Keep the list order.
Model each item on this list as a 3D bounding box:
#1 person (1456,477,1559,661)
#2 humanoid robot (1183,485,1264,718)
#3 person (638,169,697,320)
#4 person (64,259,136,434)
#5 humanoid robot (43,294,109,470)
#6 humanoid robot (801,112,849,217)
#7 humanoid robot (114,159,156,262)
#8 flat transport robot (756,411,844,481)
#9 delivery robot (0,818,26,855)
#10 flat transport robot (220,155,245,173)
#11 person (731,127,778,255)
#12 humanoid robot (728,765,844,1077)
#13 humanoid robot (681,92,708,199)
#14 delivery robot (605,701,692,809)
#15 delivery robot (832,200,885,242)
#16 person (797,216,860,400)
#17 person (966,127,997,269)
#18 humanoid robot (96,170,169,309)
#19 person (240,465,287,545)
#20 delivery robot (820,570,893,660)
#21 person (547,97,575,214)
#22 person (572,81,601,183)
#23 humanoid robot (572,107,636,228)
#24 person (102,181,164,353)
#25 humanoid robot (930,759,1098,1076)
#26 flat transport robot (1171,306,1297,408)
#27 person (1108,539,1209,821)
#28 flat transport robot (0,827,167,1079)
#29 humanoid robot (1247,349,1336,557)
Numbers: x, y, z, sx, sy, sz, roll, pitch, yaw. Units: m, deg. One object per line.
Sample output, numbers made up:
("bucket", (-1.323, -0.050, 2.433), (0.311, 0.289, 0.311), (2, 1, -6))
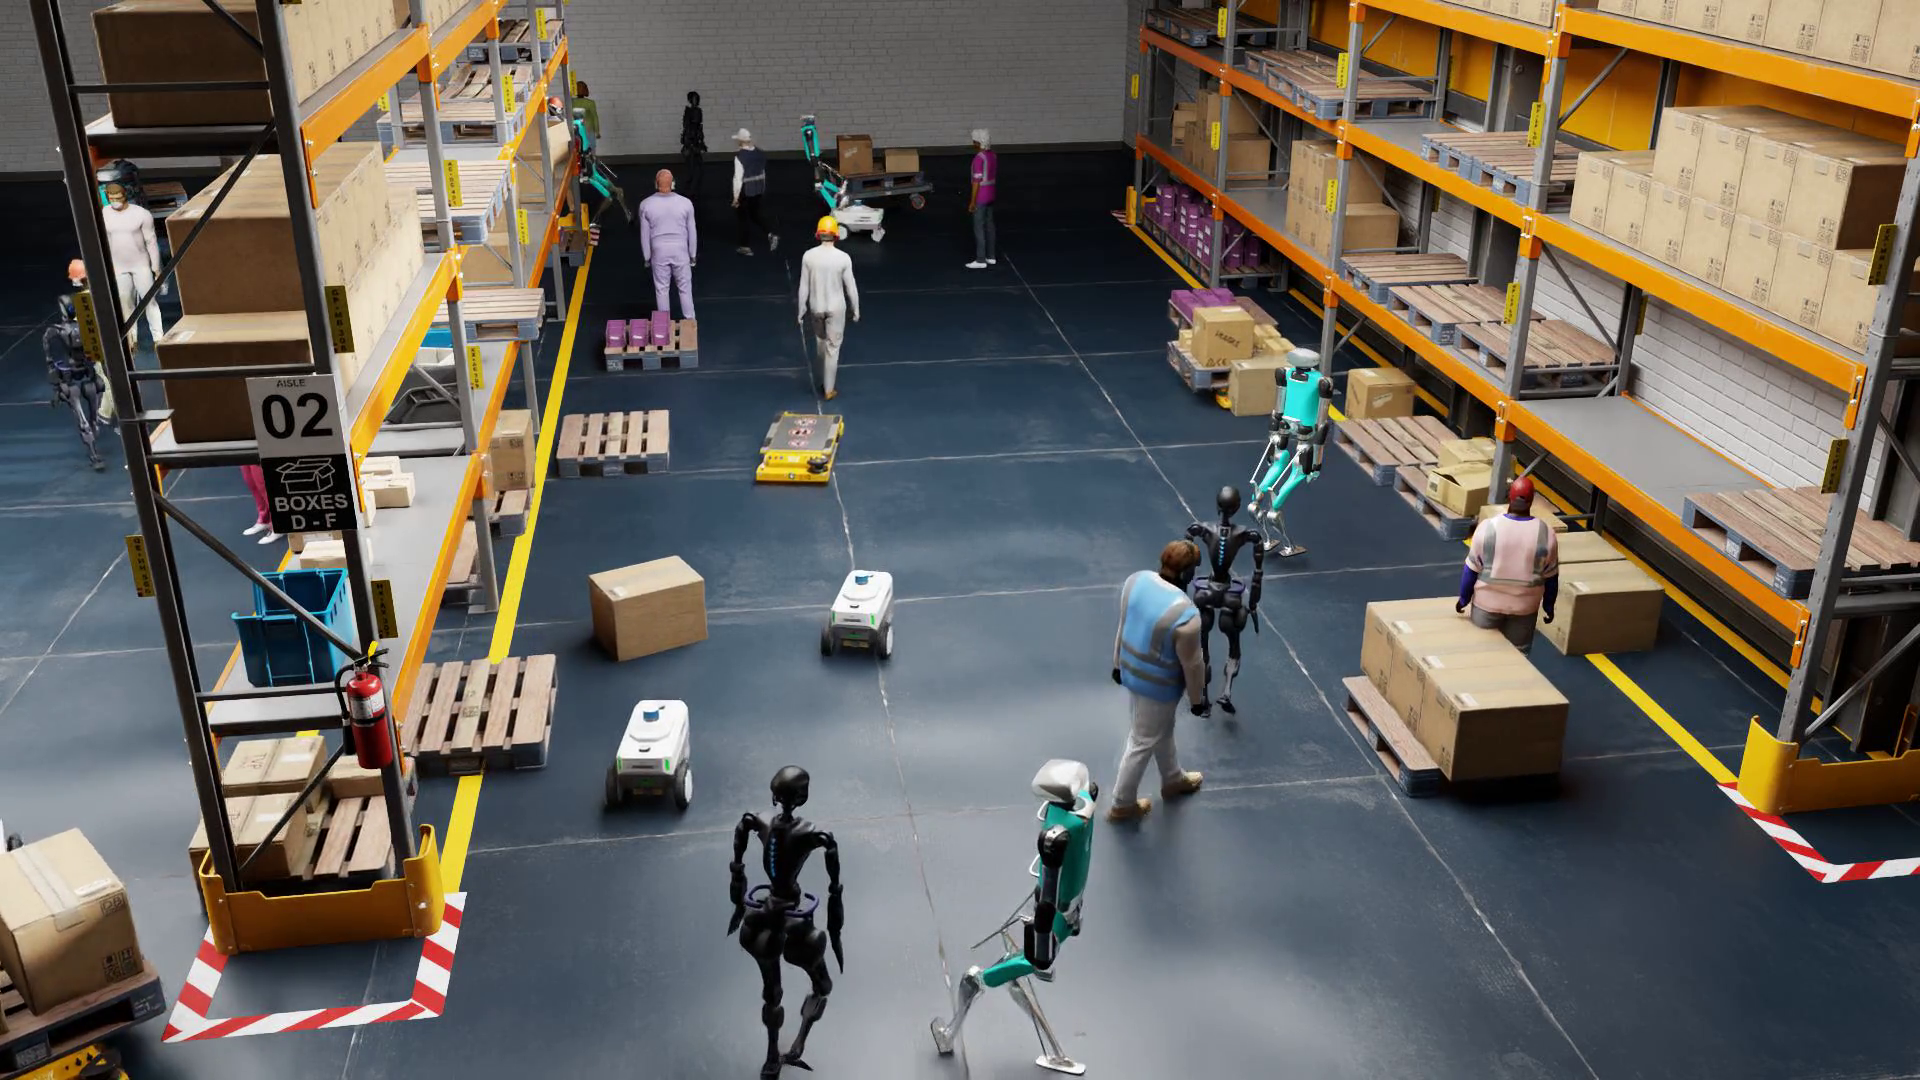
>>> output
("person", (3.580, 0.407, 10.903), (0.622, 1.752, 0.420), (5, 24, 12))
("humanoid robot", (1.680, 0.428, 10.958), (0.590, 1.651, 0.431), (5, 24, 11))
("person", (-3.351, -3.309, 19.182), (0.641, 1.908, 0.402), (-4, 24, -9))
("person", (-8.399, -1.876, 16.135), (0.781, 1.716, 0.573), (11, 26, 23))
("humanoid robot", (-8.057, -1.460, 15.272), (0.631, 1.638, 0.601), (18, 29, 35))
("humanoid robot", (-1.855, -5.148, 23.628), (0.734, 1.822, 0.530), (-2, 24, -4))
("humanoid robot", (-11.026, -4.462, 22.098), (0.585, 1.648, 0.429), (15, 28, 31))
("flat transport robot", (-1.495, -0.889, 15.702), (0.659, 0.231, 1.431), (1, 24, 2))
("delivery robot", (-5.425, 1.819, 9.154), (0.499, 0.576, 0.757), (-14, 27, -28))
("flat transport robot", (-10.454, -4.835, 24.692), (1.431, 0.231, 0.659), (-20, 31, -38))
("person", (-2.821, -4.730, 22.615), (0.579, 1.742, 0.758), (16, 28, 32))
("humanoid robot", (-0.847, 1.819, 7.779), (0.614, 1.651, 0.405), (8, 25, 17))
("humanoid robot", (-4.184, -6.190, 26.044), (0.405, 1.642, 0.614), (9, 25, 19))
("delivery robot", (-1.904, 1.322, 10.335), (0.499, 0.614, 0.815), (0, 24, 0))
("delivery robot", (-1.465, -4.531, 23.662), (0.808, 0.607, 0.499), (2, 24, 4))
("person", (-1.339, -2.434, 17.229), (0.614, 1.869, 0.804), (4, 24, 10))
("person", (0.307, -4.538, 22.064), (0.334, 1.840, 0.522), (12, 27, 26))
("humanoid robot", (-10.076, -3.700, 20.369), (0.547, 1.775, 1.053), (2, 24, 3))
("person", (-5.869, -0.758, 13.716), (0.495, 1.629, 0.283), (22, 32, 40))
("delivery robot", (-0.717, 0.524, 12.135), (0.499, 0.601, 0.788), (3, 24, 8))
("person", (-6.008, -5.752, 24.946), (0.560, 1.741, 0.339), (2, 24, 4))
("person", (-6.111, -6.644, 27.114), (0.498, 1.633, 0.288), (4, 24, 9))
("humanoid robot", (-5.137, -5.360, 24.098), (0.950, 1.788, 0.536), (-1, 24, -2))
("person", (-9.223, -3.031, 18.515), (0.626, 1.934, 0.373), (-6, 24, -13))
("humanoid robot", (0.185, 1.782, 7.840), (0.897, 1.808, 0.554), (9, 25, 20))
("flat transport robot", (2.899, -1.704, 17.560), (0.659, 0.231, 1.431), (-3, 24, -7))
("person", (1.249, 0.829, 9.885), (0.825, 1.797, 0.646), (-11, 26, -23))
("flat transport robot", (-4.653, 2.428, 8.146), (0.659, 0.231, 1.431), (-20, 31, -38))
("humanoid robot", (2.539, -0.655, 13.184), (0.735, 1.673, 0.533), (-20, 31, -38))
